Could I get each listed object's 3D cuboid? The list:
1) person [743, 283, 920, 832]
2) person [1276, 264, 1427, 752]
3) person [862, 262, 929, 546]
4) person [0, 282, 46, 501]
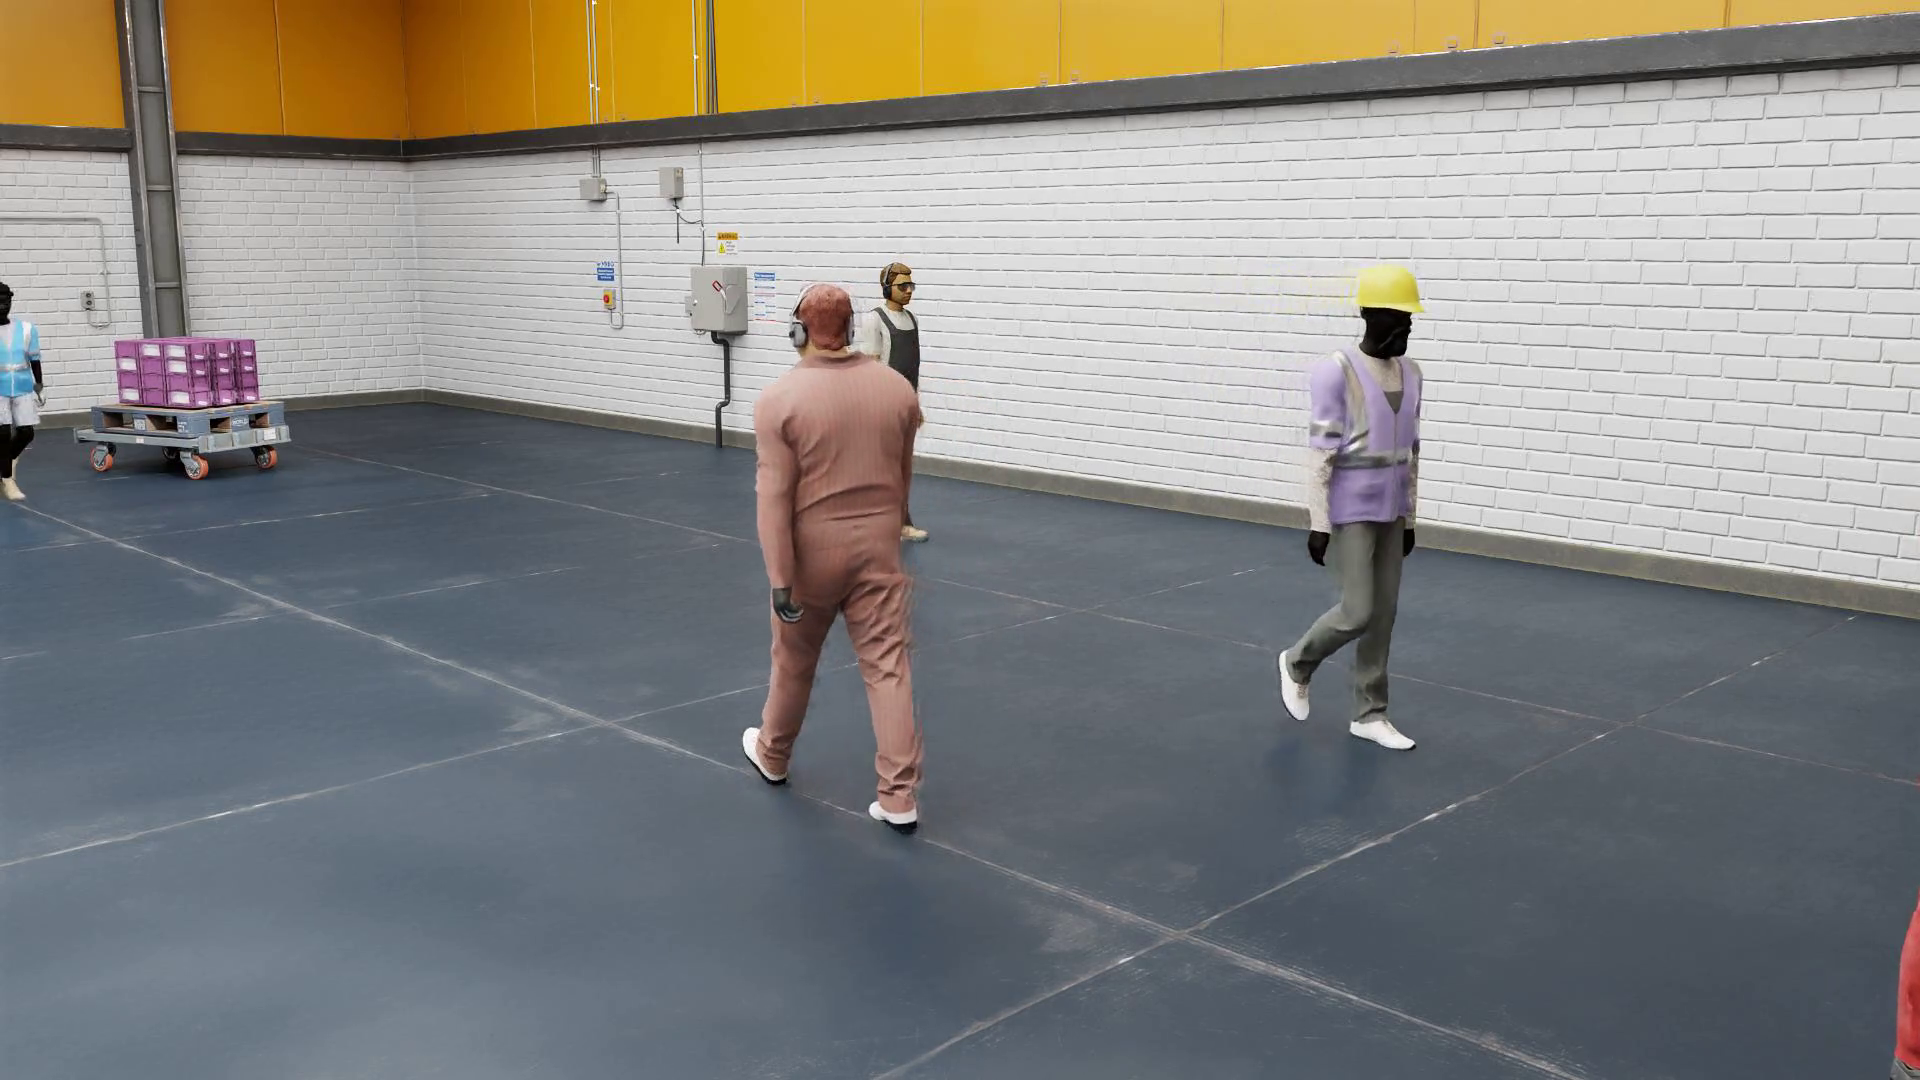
[{"bbox_3d":[-0.455,0.042,5.827,0.660,1.857,1.008,-6,12,-29],"label":"person"},{"bbox_3d":[1.578,-0.128,6.584,0.613,1.913,0.532,-7,13,-35],"label":"person"},{"bbox_3d":[-0.419,-0.884,10.901,0.345,1.846,0.507,7,12,33],"label":"person"},{"bbox_3d":[-7.378,-1.149,12.806,0.560,1.673,0.552,8,13,38],"label":"person"}]
